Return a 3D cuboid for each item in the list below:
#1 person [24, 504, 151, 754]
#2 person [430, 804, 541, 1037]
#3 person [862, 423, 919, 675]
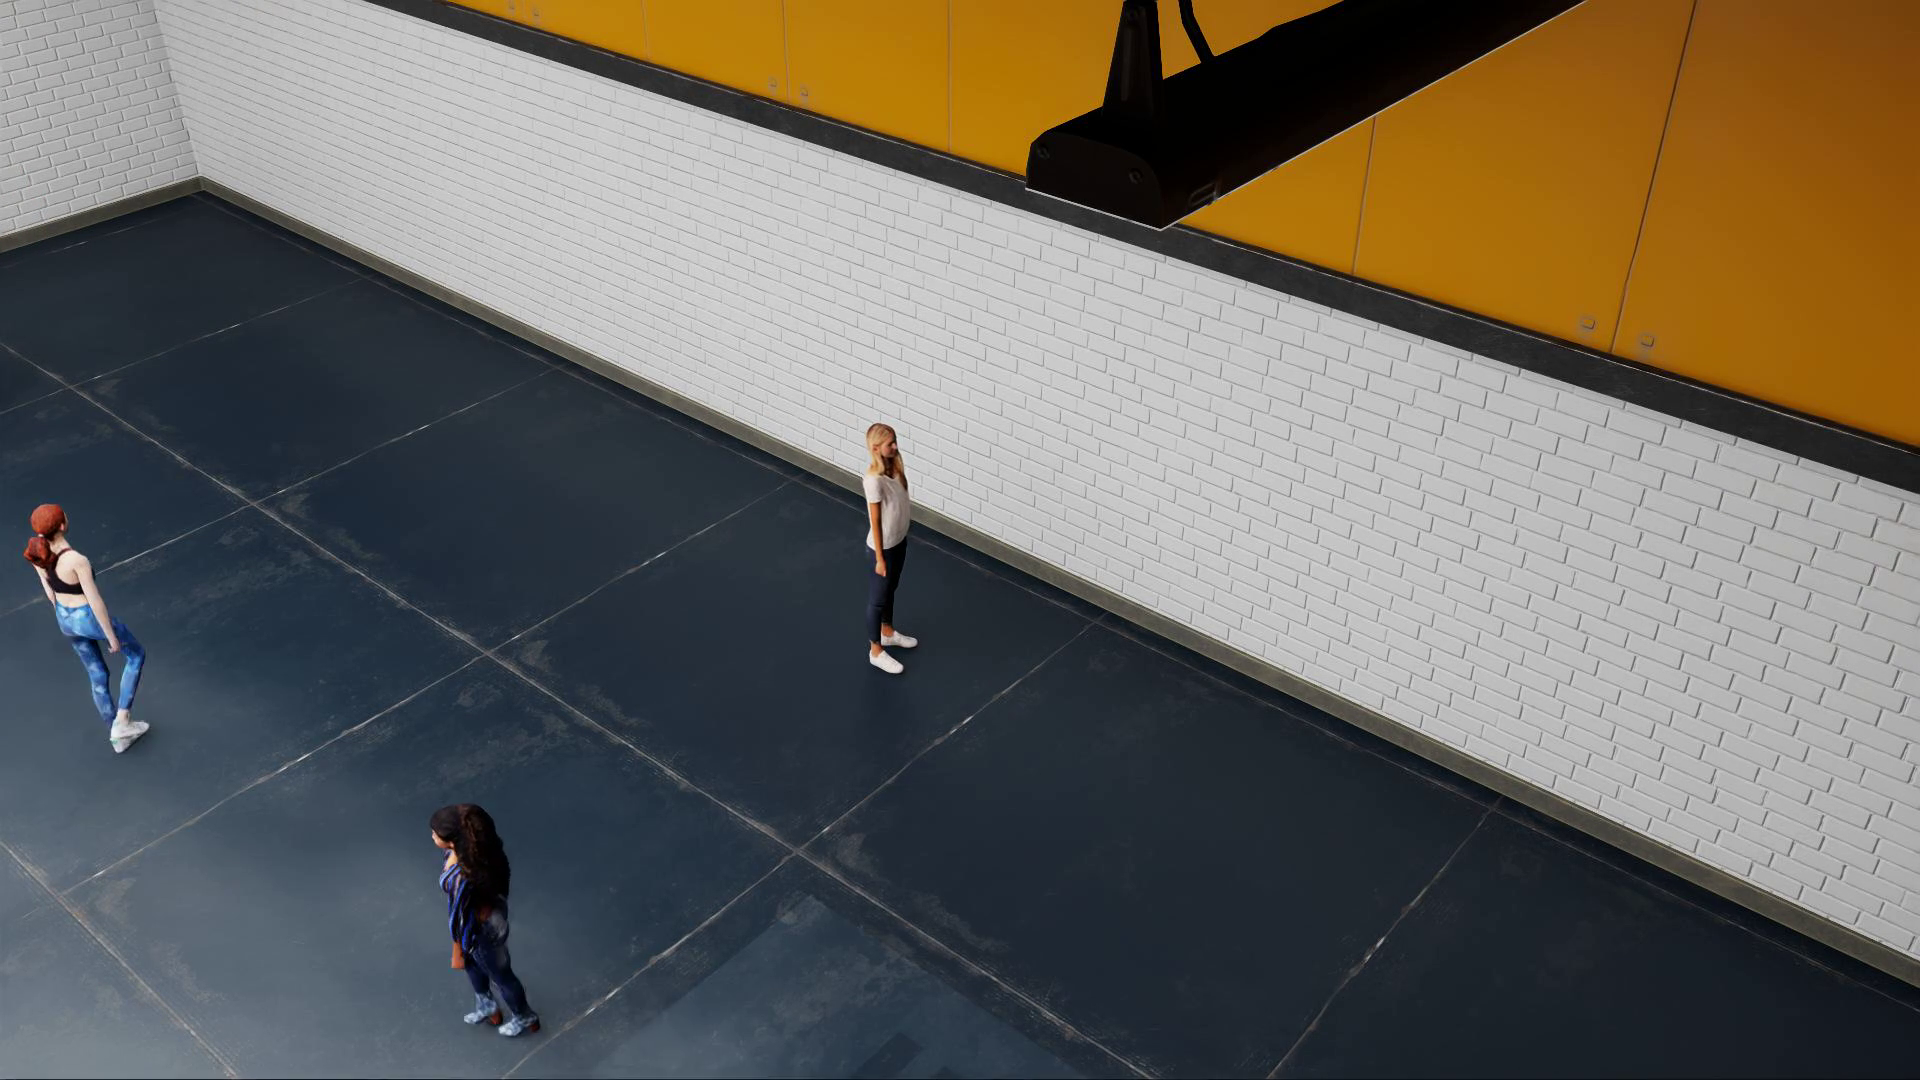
[{"bbox_3d":[-5.365,0.604,10.150,0.724,1.776,0.775,8,34,12],"label":"person"},{"bbox_3d":[-2.303,1.922,8.312,0.835,1.607,0.777,-4,34,-5],"label":"person"},{"bbox_3d":[-0.496,0.030,10.976,0.714,1.809,0.568,10,35,15],"label":"person"}]
